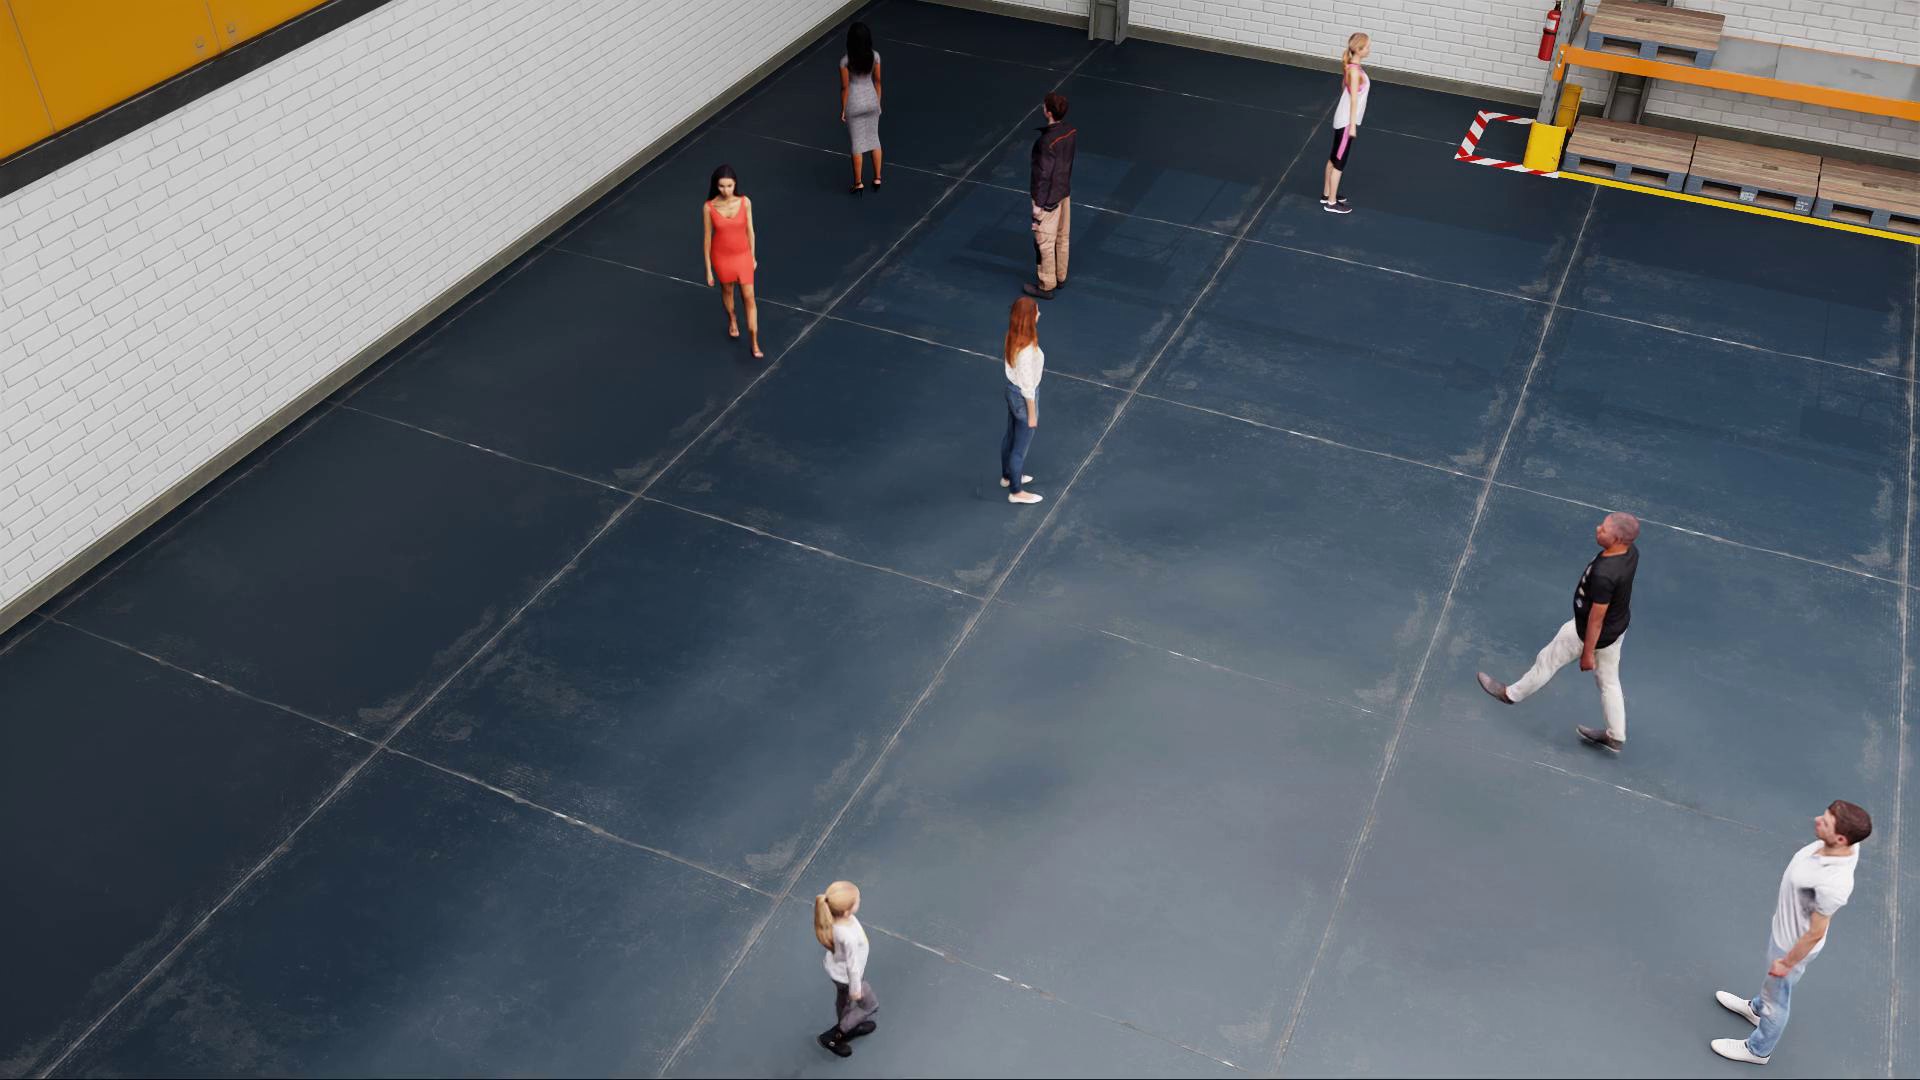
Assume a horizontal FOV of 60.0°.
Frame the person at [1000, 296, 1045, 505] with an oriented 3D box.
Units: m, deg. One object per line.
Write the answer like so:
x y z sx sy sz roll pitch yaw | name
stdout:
0.457 -1.063 12.501 0.686 1.728 0.652 -8 39 -10 | person

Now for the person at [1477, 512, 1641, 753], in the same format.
4.040 0.619 10.380 1.297 1.747 0.908 28 46 30 | person

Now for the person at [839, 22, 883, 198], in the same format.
-0.966 -4.262 16.464 0.659 1.781 0.710 -15 41 -18 | person

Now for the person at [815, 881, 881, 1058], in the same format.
-0.650 2.263 8.701 0.698 1.273 0.639 -15 41 -18 | person

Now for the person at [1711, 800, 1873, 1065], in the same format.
4.313 2.014 8.550 0.554 1.850 0.657 19 42 22 | person

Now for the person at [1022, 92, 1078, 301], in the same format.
0.820 -3.072 14.859 0.655 1.925 0.737 23 44 26 | person

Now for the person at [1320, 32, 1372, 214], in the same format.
3.757 -4.080 16.232 0.644 1.787 0.673 2 39 3 | person

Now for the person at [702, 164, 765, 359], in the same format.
-1.973 -2.444 14.270 1.068 1.678 1.086 -10 40 -12 | person
